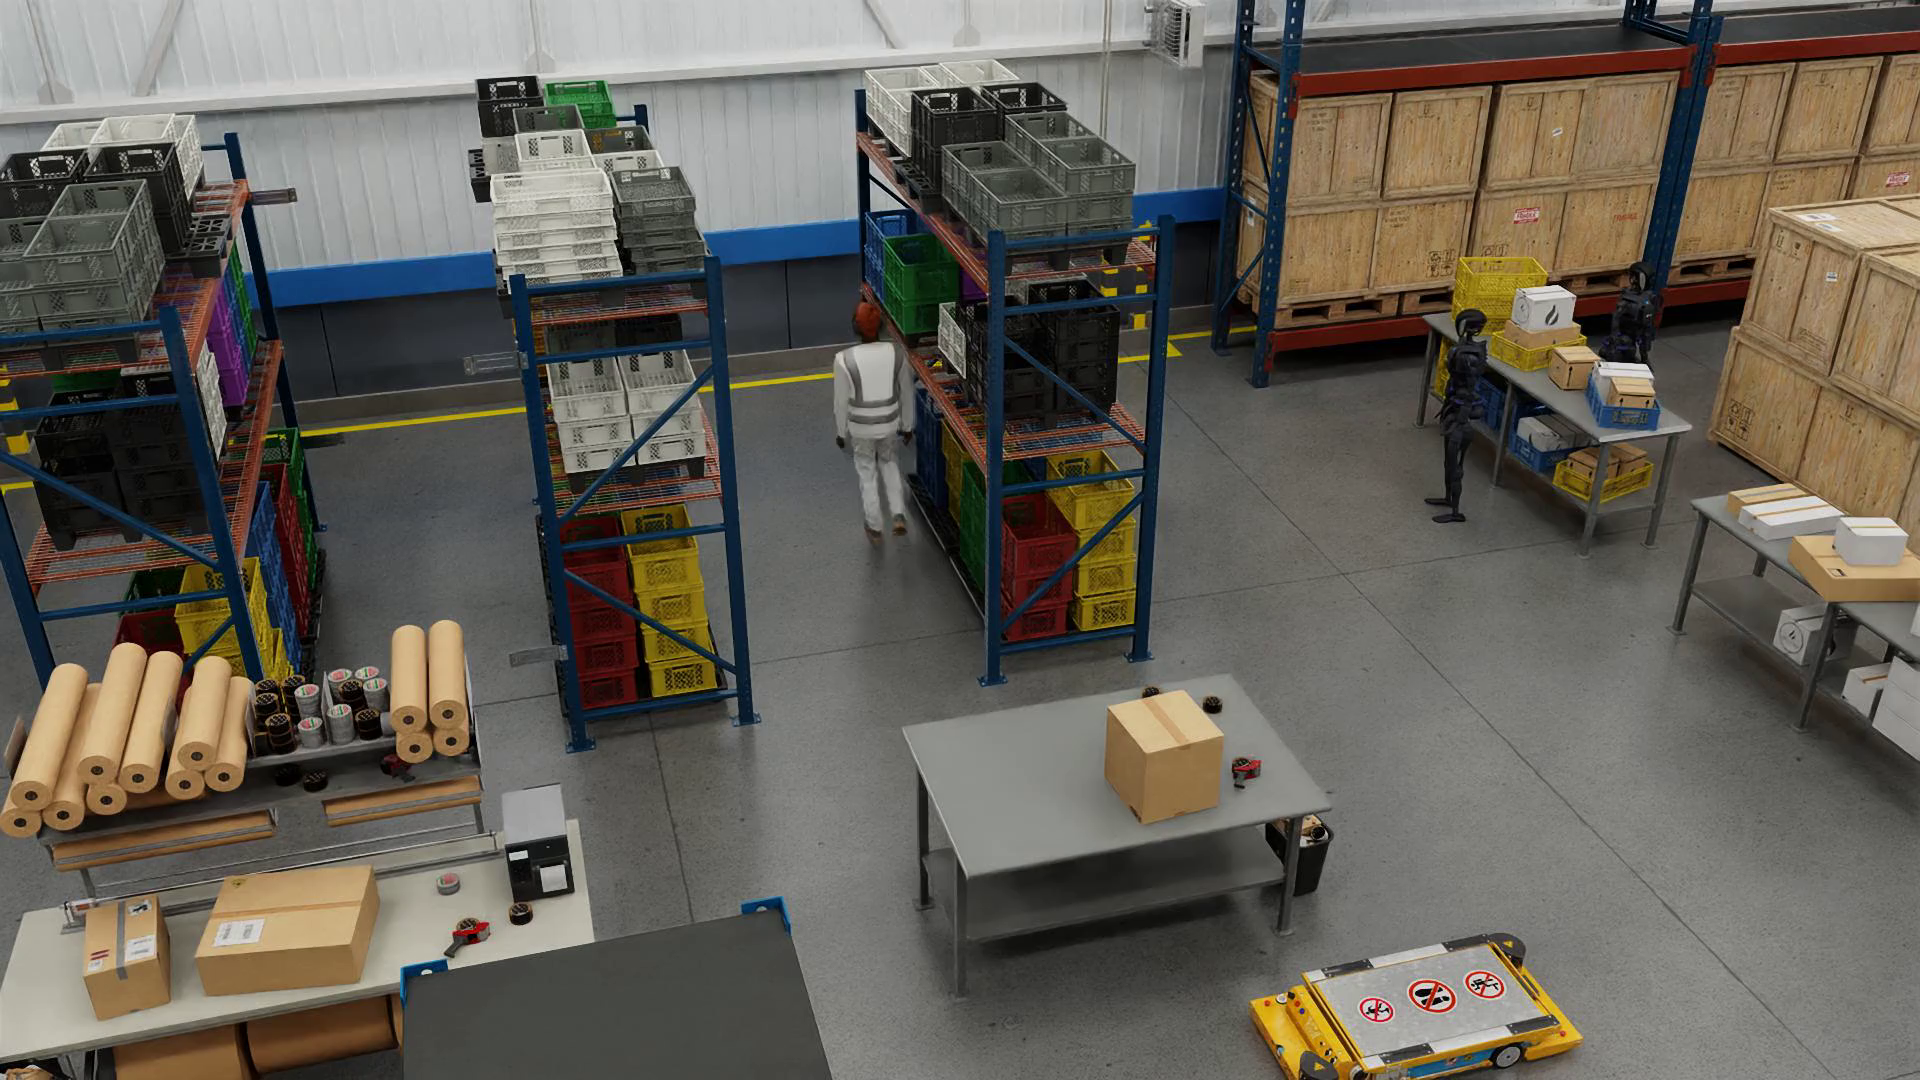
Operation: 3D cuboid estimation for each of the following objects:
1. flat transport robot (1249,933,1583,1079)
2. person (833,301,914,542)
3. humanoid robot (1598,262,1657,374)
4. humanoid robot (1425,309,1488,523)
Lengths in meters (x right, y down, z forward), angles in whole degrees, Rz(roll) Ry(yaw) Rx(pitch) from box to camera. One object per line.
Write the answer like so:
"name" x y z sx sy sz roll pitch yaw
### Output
"flat transport robot" 2.184 2.282 7.980 1.431 0.197 0.652 -8 30 -14
"person" -0.621 -0.817 11.985 0.568 1.868 0.464 -10 30 -18
"humanoid robot" 5.303 -1.421 13.270 0.594 1.657 0.325 -21 35 -34
"humanoid robot" 3.703 -0.932 12.380 0.315 1.657 0.609 2 29 4
